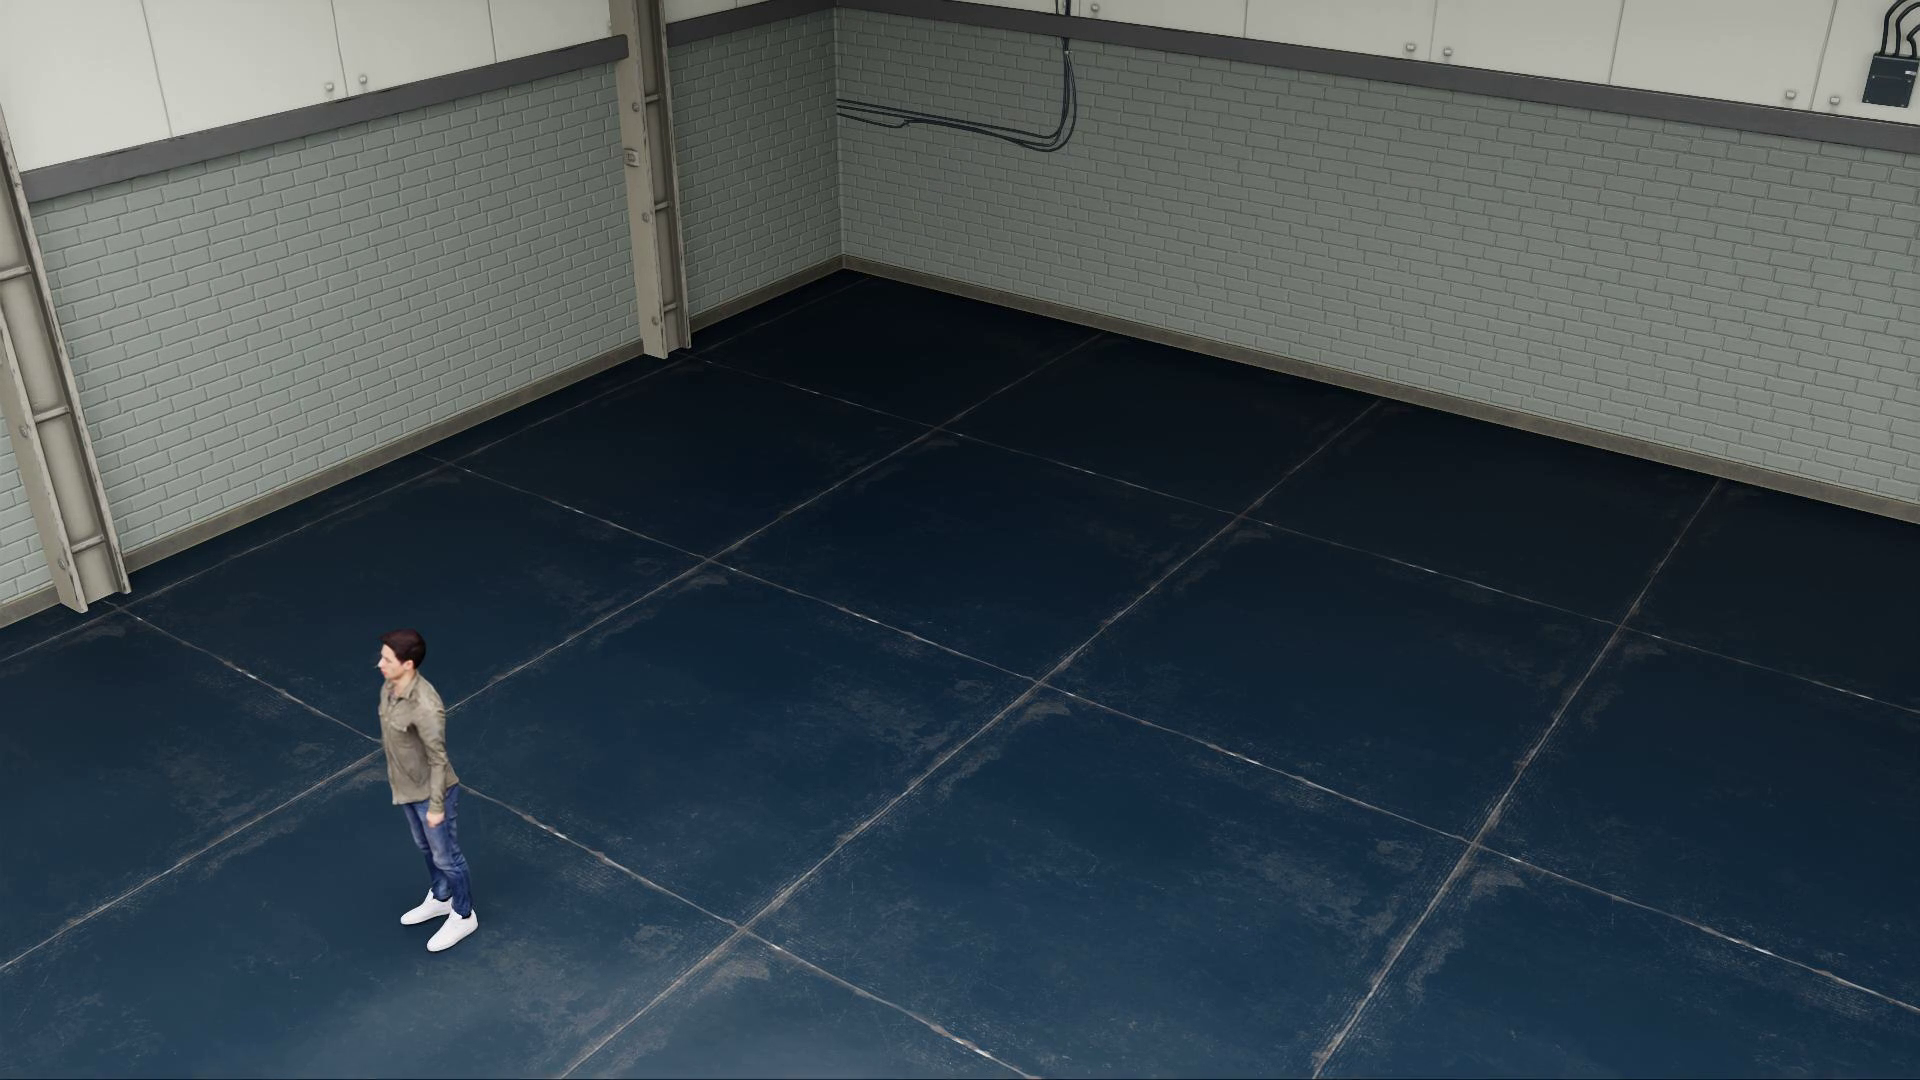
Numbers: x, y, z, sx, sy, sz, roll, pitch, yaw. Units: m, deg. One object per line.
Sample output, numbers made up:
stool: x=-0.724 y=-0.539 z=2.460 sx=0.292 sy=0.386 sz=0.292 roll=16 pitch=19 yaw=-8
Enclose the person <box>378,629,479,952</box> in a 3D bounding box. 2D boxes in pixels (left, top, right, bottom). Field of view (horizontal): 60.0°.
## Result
person: x=-2.766 y=1.270 z=8.632 sx=0.672 sy=1.865 sz=0.752 roll=-23 pitch=36 yaw=-36
